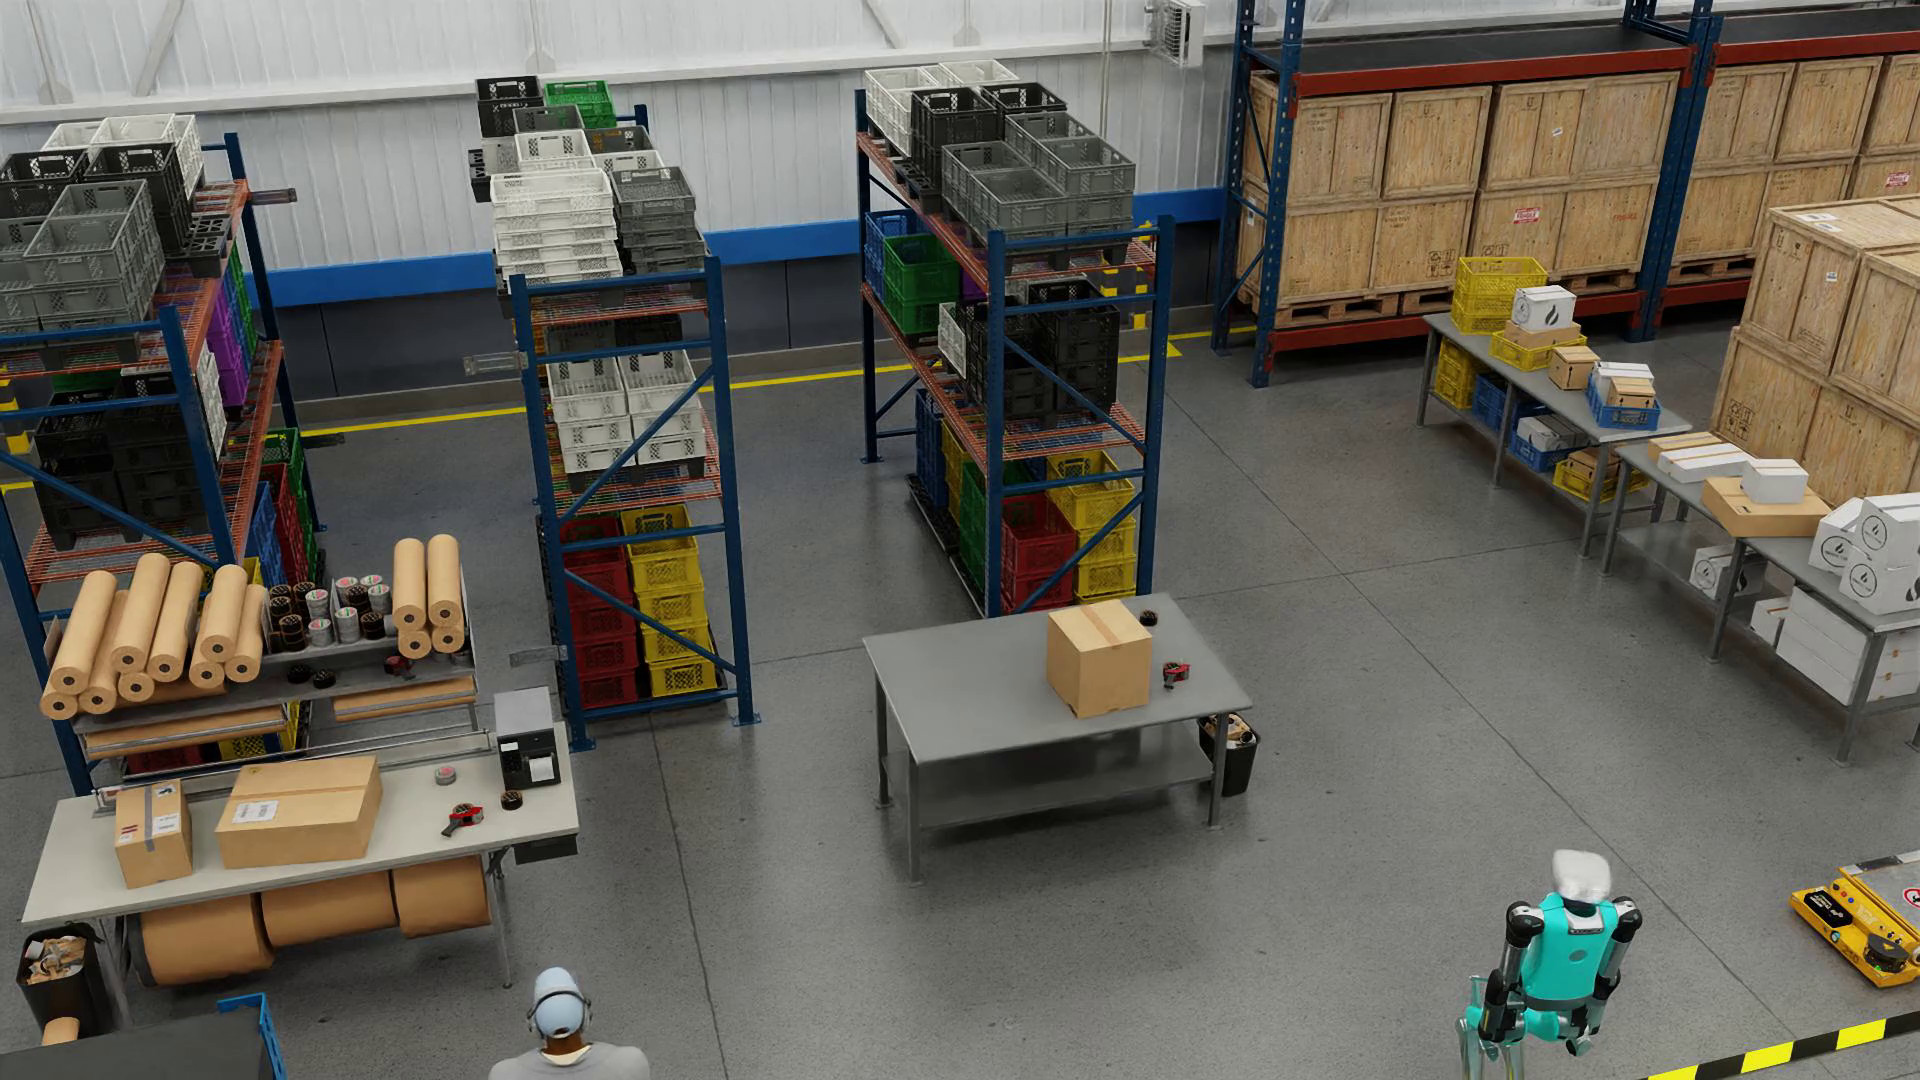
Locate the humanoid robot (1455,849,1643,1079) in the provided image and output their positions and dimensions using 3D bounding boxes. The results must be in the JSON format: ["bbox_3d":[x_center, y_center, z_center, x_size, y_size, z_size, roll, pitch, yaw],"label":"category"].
[{"bbox_3d":[2.397,1.892,7.059,0.533,1.673,0.735,-2,29,-4],"label":"humanoid robot"}]

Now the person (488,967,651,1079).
[{"bbox_3d":[-1.401,2.349,6.244,0.588,1.852,0.371,-5,29,-9],"label":"person"}]

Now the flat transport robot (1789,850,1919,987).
[{"bbox_3d":[5.163,1.916,8.676,1.431,0.231,0.659,-8,30,-14],"label":"flat transport robot"}]
